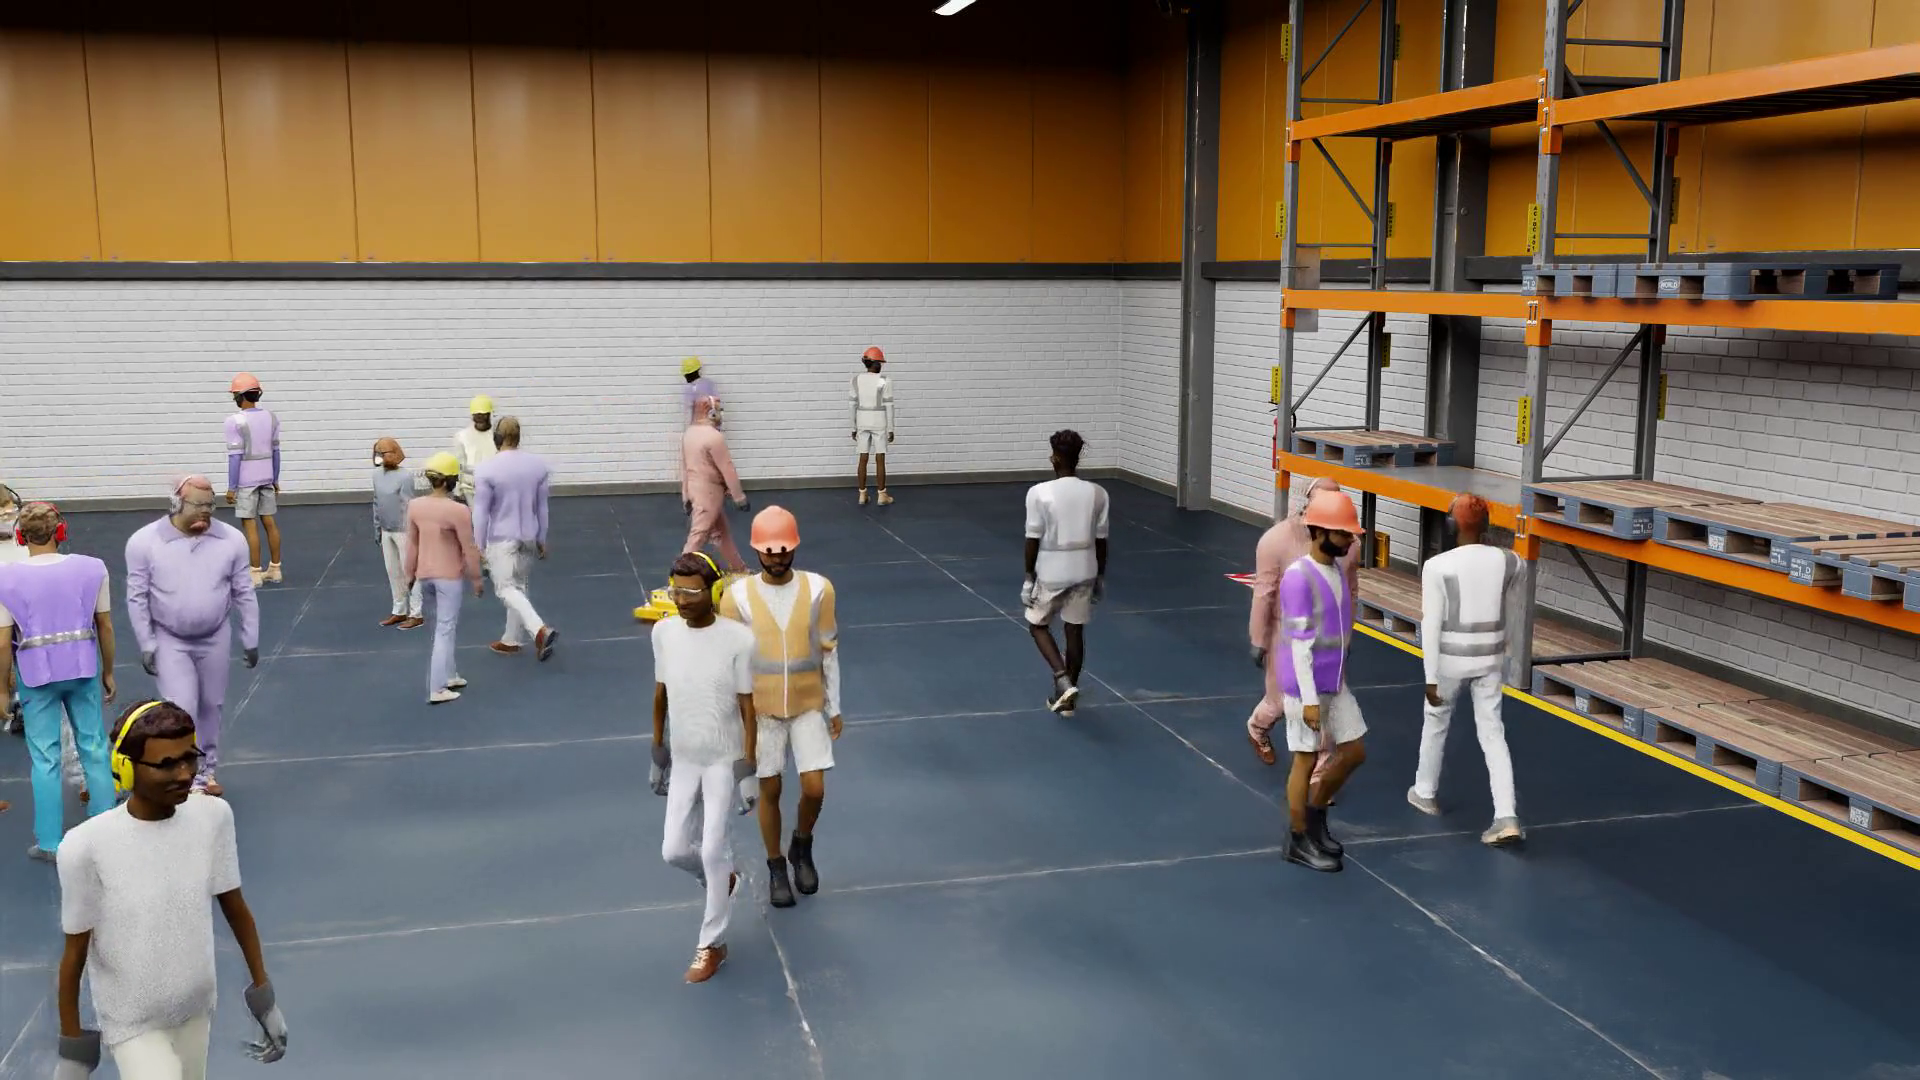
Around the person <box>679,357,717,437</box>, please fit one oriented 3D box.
[{"bbox_3d":[-3.427,-1.494,22.182,0.467,1.881,0.664,5,10,26],"label":"person"}]

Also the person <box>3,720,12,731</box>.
[{"bbox_3d":[-6.449,0.423,10.753,0.895,1.696,0.498,-2,9,-13],"label":"person"}]

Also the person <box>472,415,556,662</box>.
[{"bbox_3d":[-3.379,-0.001,12.726,0.838,1.919,0.632,7,12,39],"label":"person"}]

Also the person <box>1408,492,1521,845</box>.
[{"bbox_3d":[2.715,0.663,8.843,0.572,1.846,0.997,-1,9,-8],"label":"person"}]

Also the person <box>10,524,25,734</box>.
[{"bbox_3d":[-6.318,0.381,10.723,0.597,1.797,0.772,-9,13,-44],"label":"person"}]

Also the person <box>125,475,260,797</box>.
[{"bbox_3d":[-4.243,0.573,9.271,0.670,1.869,0.803,-7,11,-37],"label":"person"}]

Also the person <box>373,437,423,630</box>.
[{"bbox_3d":[-4.752,-0.060,13.994,0.494,1.623,0.290,6,11,33],"label":"person"}]

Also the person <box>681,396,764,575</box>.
[{"bbox_3d":[-2.248,-0.406,15.438,1.002,1.854,0.640,-5,10,-27],"label":"person"}]

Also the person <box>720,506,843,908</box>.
[{"bbox_3d":[-0.827,0.786,7.781,0.583,1.919,0.415,-2,9,-13],"label":"person"}]

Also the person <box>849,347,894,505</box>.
[{"bbox_3d":[-1.127,-1.469,21.500,0.610,2.037,0.400,3,10,20],"label":"person"}]

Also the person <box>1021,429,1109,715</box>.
[{"bbox_3d":[0.702,0.233,11.133,0.641,1.953,0.454,-4,10,-21],"label":"person"}]

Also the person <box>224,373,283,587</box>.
[{"bbox_3d":[-6.760,-0.570,15.868,0.374,2.042,0.615,4,10,23],"label":"person"}]

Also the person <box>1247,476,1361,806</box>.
[{"bbox_3d":[1.939,0.529,9.567,0.669,1.868,0.775,-2,9,-14],"label":"person"}]

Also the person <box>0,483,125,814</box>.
[{"bbox_3d":[-5.146,0.610,9.044,0.964,1.881,0.644,0,9,3],"label":"person"}]

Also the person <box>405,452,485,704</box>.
[{"bbox_3d":[-3.562,0.248,11.660,0.557,1.743,0.642,4,10,25],"label":"person"}]

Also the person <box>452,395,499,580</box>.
[{"bbox_3d":[-4.617,-0.496,16.107,0.608,1.812,0.472,-1,9,-4],"label":"person"}]

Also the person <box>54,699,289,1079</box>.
[{"bbox_3d":[-2.088,1.347,4.534,0.779,1.835,0.546,5,10,29],"label":"person"}]

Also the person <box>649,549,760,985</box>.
[{"bbox_3d":[-1.077,0.934,7.109,0.525,1.848,0.505,3,10,18],"label":"person"}]

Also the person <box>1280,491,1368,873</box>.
[{"bbox_3d":[1.795,0.709,8.257,0.399,1.920,0.557,9,13,43],"label":"person"}]

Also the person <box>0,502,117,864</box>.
[{"bbox_3d":[-4.570,0.726,8.423,0.563,1.838,0.390,-8,12,-41],"label":"person"}]

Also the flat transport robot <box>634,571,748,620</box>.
[{"bbox_3d":[-2.198,0.493,14.749,0.652,0.197,1.431,4,10,25],"label":"flat transport robot"}]
